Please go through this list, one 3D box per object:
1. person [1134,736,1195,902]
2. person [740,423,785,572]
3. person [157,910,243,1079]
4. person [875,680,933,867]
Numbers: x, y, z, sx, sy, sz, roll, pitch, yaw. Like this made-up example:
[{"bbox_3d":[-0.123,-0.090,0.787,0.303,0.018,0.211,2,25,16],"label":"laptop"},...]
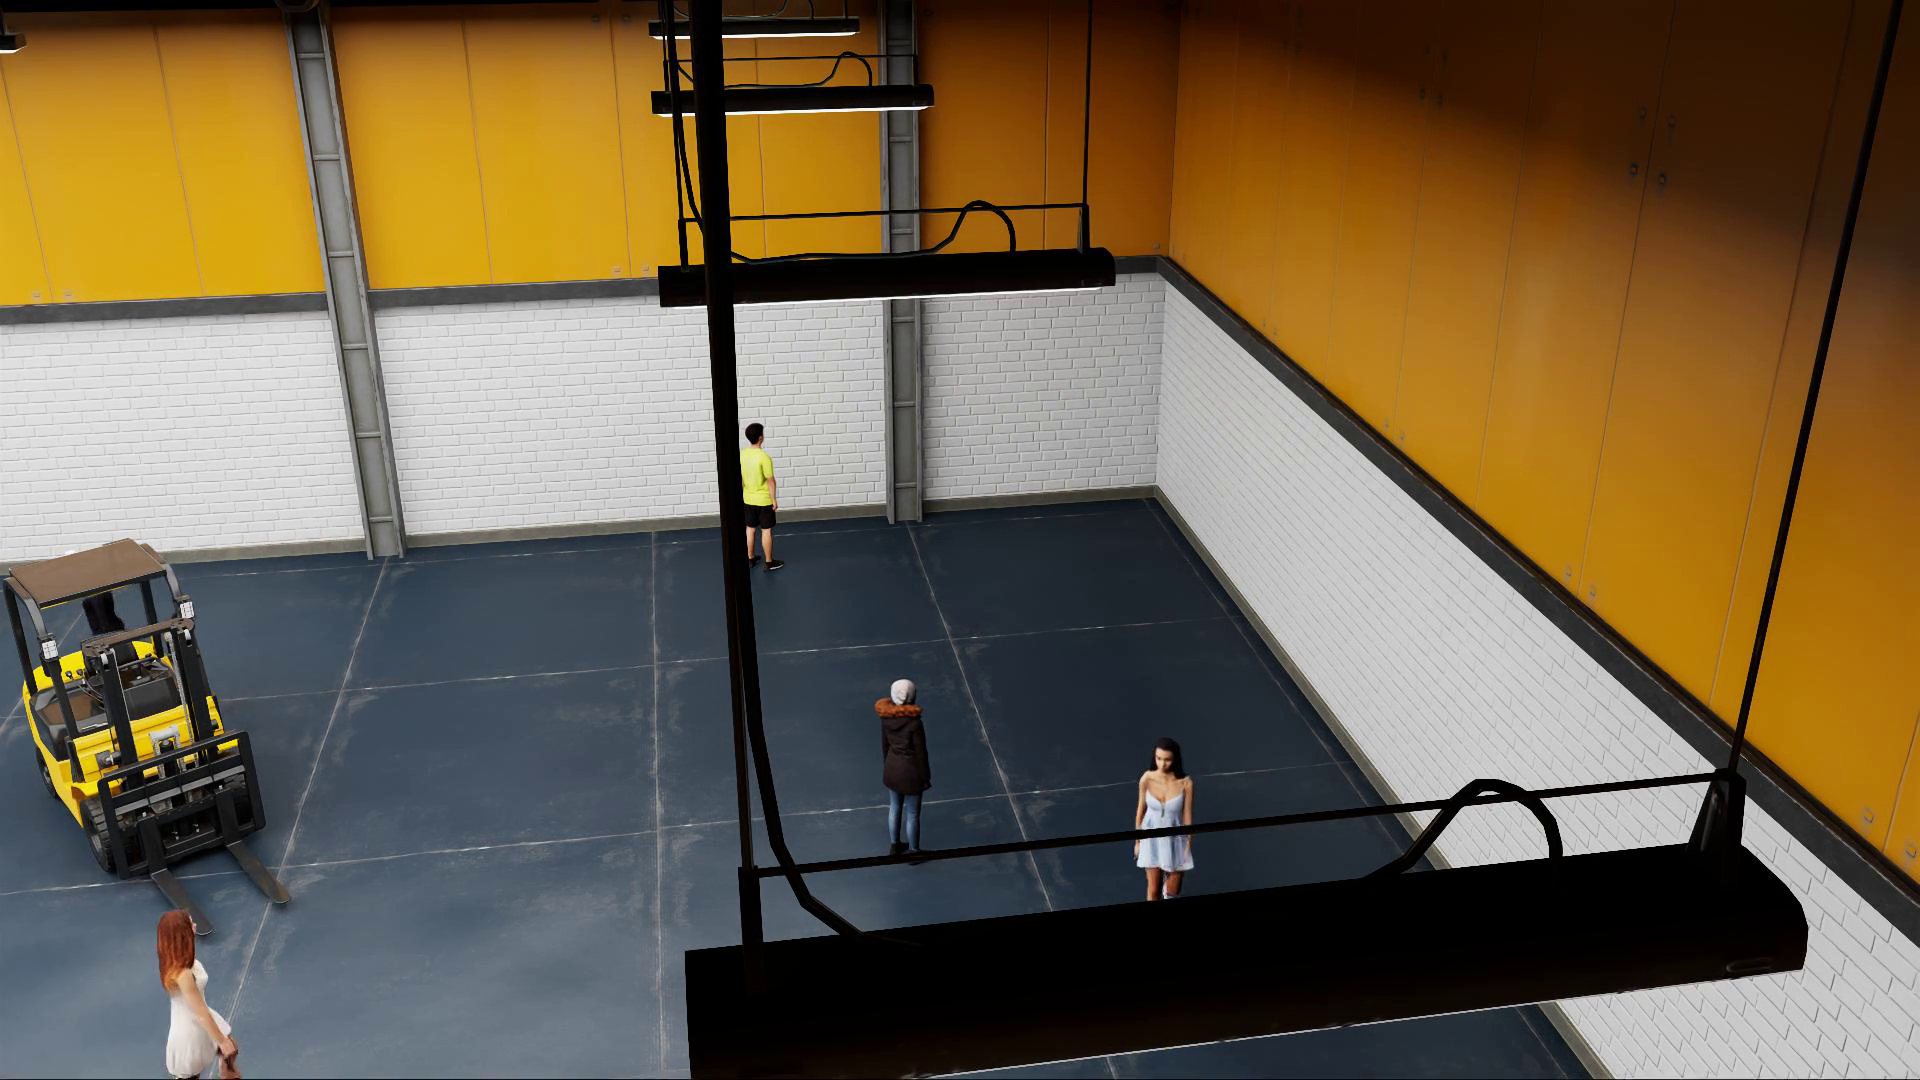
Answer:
[{"bbox_3d":[1.521,2.188,12.311,0.807,1.721,0.820,5,24,11],"label":"person"},{"bbox_3d":[-2.235,-0.481,18.435,0.674,1.708,0.757,12,27,26],"label":"person"},{"bbox_3d":[-4.865,3.079,10.316,0.956,1.686,0.738,-10,26,-23],"label":"person"},{"bbox_3d":[-0.435,1.832,13.233,0.748,1.634,0.801,18,29,35],"label":"person"}]
